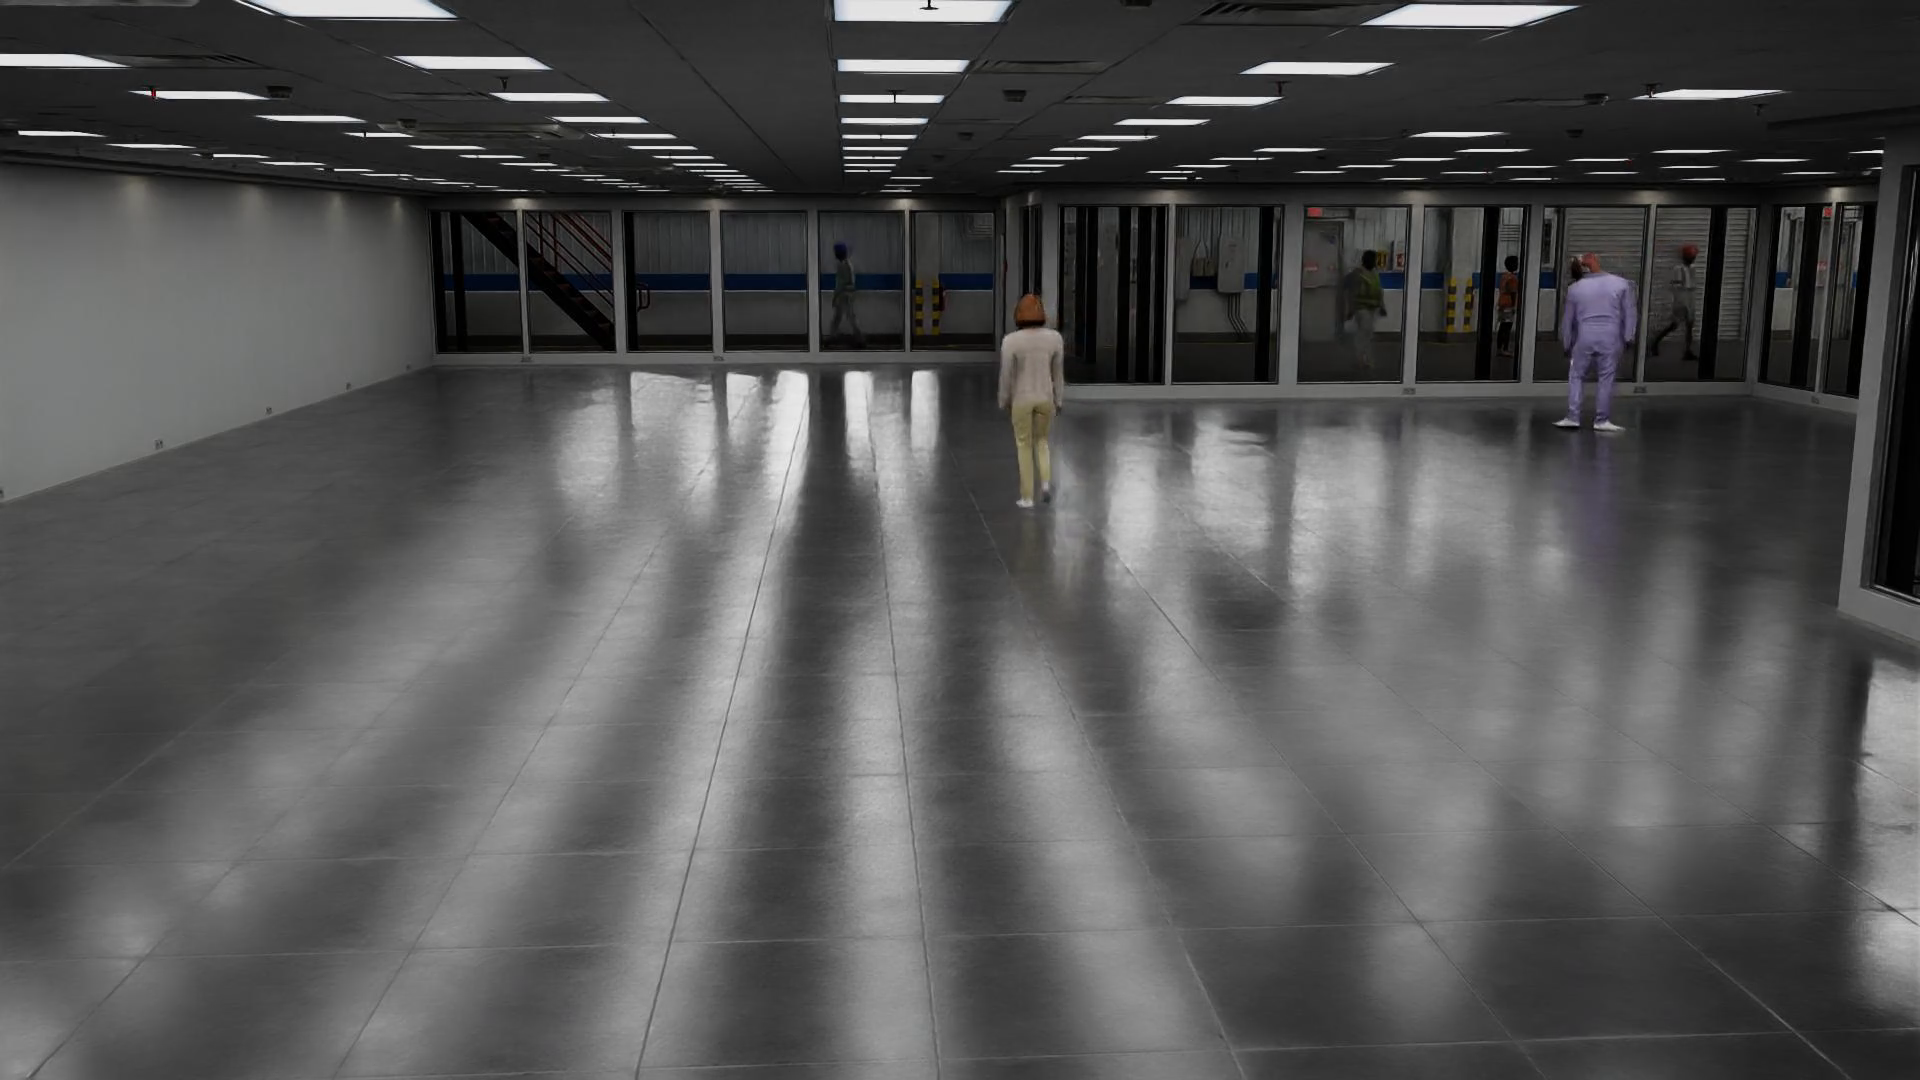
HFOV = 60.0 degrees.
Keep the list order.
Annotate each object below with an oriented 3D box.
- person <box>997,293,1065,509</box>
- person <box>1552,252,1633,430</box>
[{"bbox_3d":[0.523,-1.040,12.539,0.520,1.620,0.341,-4,11,-20],"label":"person"},{"bbox_3d":[6.691,-2.080,17.524,0.729,1.873,0.419,4,11,21],"label":"person"}]
